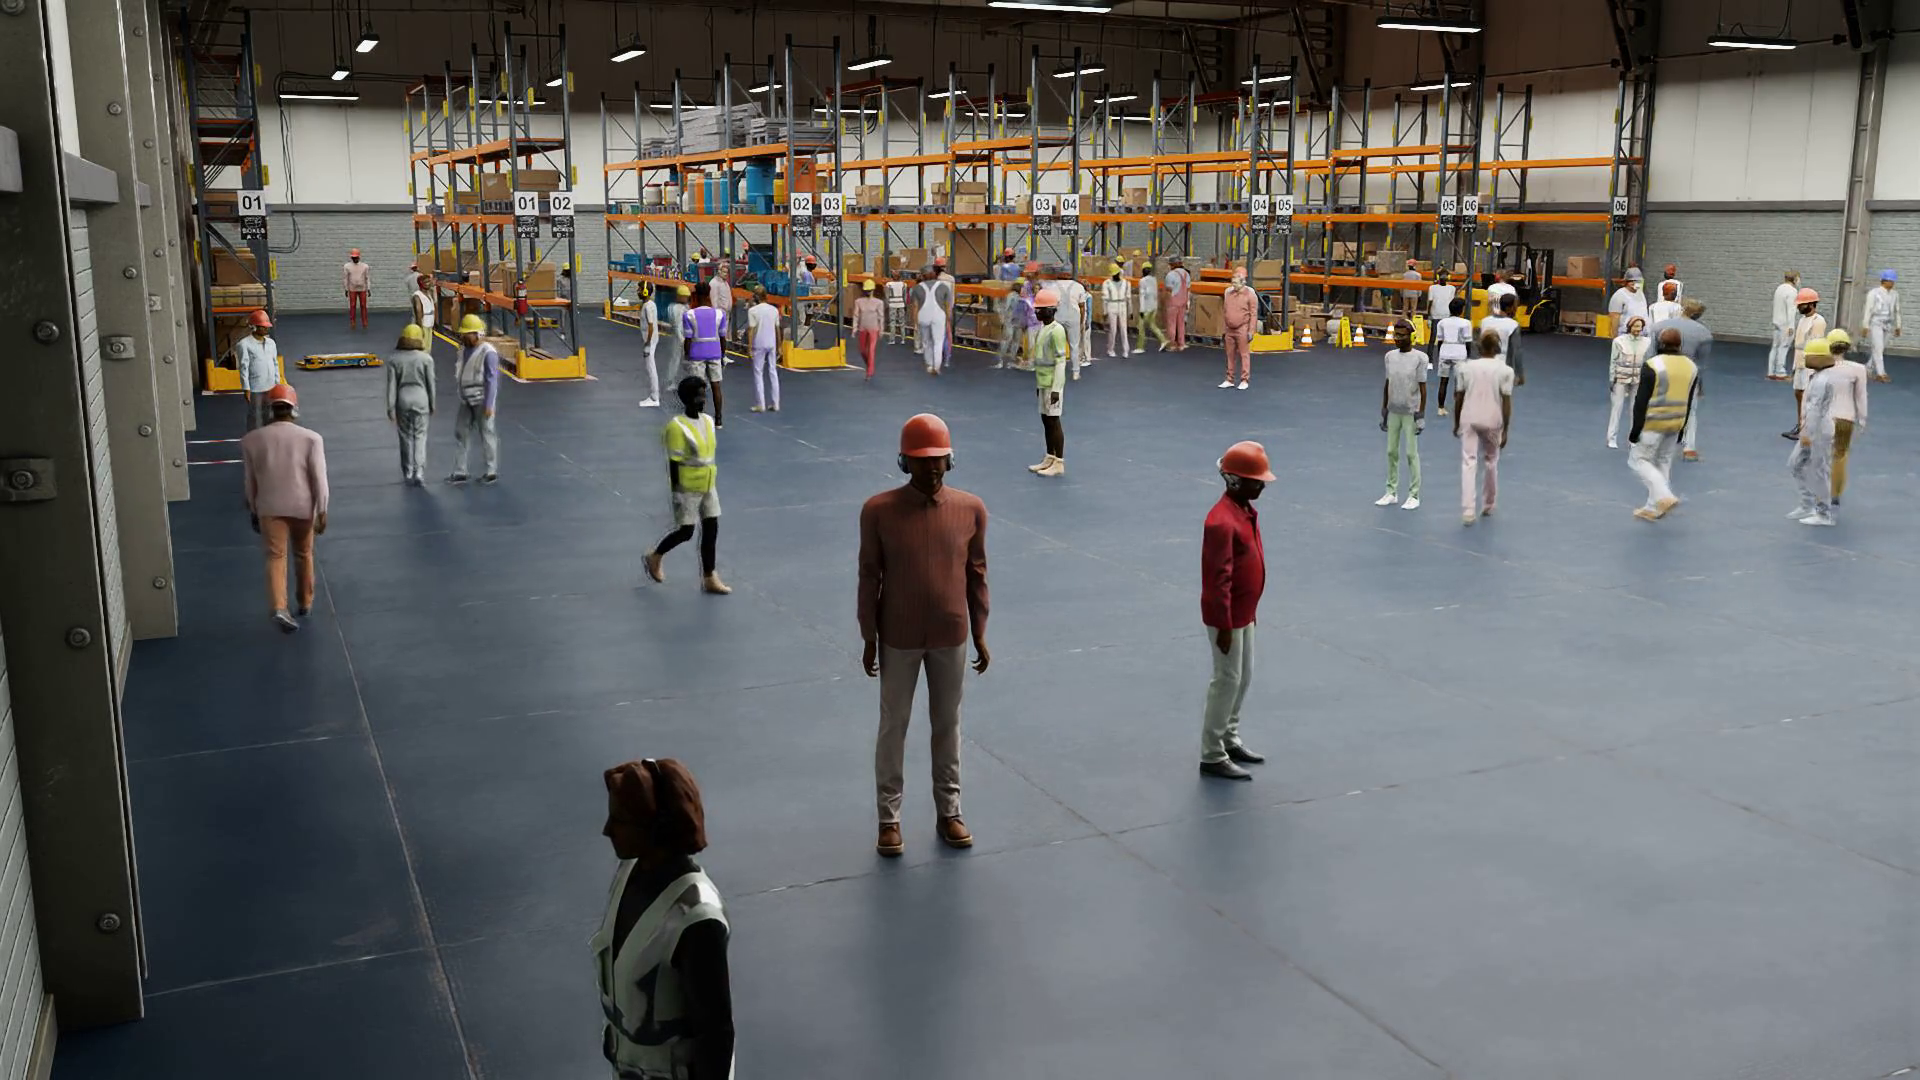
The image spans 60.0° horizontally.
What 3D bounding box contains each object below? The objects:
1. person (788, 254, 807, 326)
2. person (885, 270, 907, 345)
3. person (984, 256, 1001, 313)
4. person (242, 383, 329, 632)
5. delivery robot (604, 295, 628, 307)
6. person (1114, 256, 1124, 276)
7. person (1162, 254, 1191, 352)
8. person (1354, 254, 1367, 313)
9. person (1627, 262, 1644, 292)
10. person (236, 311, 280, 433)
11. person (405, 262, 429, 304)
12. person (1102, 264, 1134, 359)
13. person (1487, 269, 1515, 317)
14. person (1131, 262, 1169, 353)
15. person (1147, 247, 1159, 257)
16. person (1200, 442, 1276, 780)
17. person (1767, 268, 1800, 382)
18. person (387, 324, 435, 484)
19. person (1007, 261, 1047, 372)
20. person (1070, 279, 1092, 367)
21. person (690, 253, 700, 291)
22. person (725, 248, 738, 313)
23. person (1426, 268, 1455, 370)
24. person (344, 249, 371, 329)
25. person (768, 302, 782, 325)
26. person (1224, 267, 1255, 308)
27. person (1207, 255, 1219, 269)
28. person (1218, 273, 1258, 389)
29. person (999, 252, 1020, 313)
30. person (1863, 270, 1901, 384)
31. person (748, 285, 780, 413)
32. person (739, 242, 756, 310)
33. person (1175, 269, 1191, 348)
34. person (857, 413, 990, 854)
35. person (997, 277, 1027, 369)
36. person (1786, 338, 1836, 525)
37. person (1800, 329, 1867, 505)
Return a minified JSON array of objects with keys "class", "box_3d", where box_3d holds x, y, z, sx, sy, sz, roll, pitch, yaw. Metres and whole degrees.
[{"class":"person","box_3d":[-3.897,-5.833,39.519,0.407,1.906,0.655,-11,16,-44]},{"class":"person","box_3d":[-1.391,-5.083,36.385,0.514,1.641,0.307,-5,12,-23]},{"class":"person","box_3d":[0.770,-6.275,41.953,0.707,1.828,0.583,9,14,39]},{"class":"person","box_3d":[-4.696,-0.231,11.596,0.567,1.701,0.858,-3,12,-15]},{"class":"delivery robot","box_3d":[-9.736,-6.695,47.102,0.477,0.478,0.707,7,13,32]},{"class":"person","box_3d":[4.136,-6.542,43.509,0.350,1.758,0.522,-6,13,-27]},{"class":"person","box_3d":[4.473,-4.956,34.719,0.685,2.000,0.535,-10,15,-42]},{"class":"person","box_3d":[10.050,-6.242,41.752,0.403,1.850,0.652,2,11,10]},{"class":"person","box_3d":[14.077,-4.883,34.832,0.570,1.849,0.380,-9,14,-38]},{"class":"person","box_3d":[-8.181,-1.813,19.506,0.350,1.743,0.564,5,12,23]},{"class":"person","box_3d":[-12.992,-5.825,40.014,0.625,1.690,0.805,1,11,6]},{"class":"person","box_3d":[3.146,-4.575,33.237,0.660,1.871,0.787,-1,11,-7]},{"class":"person","box_3d":[10.104,-4.157,31.184,0.606,1.827,0.451,-3,12,-16]},{"class":"person","box_3d":[3.939,-4.773,34.205,0.648,1.877,0.660,-11,15,-43]},{"class":"person","box_3d":[4.870,-6.447,42.336,0.417,2.034,0.604,-3,12,-17]},{"class":"person","box_3d":[1.417,0.356,8.495,0.354,1.737,0.574,5,12,23]},{"class":"person","box_3d":[14.131,-3.681,28.500,0.352,1.937,0.635,1,11,3]},{"class":"person","box_3d":[-5.871,-1.460,17.804,0.496,1.698,0.834,-3,12,-15]},{"class":"person","box_3d":[1.237,-4.044,30.196,1.007,1.988,0.624,-7,13,-31]},{"class":"person","box_3d":[2.313,-4.096,31.359,0.307,1.645,0.513,-6,13,-30]},{"class":"person","box_3d":[-7.443,-7.194,46.822,0.335,1.757,0.518,6,13,28]},{"class":"person","box_3d":[-6.653,-7.415,47.599,0.587,1.889,0.953,2,11,12]},{"class":"person","box_3d":[8.872,-4.078,30.687,0.521,1.874,0.327,0,11,-1]},{"class":"person","box_3d":[-14.956,-6.224,41.285,0.616,1.990,0.393,-4,12,-22]},{"class":"person","box_3d":[-4.699,-6.195,42.080,0.506,1.621,0.529,-3,12,-15]},{"class":"person","box_3d":[4.948,-3.868,29.487,0.544,1.930,0.391,5,12,23]},{"class":"person","box_3d":[7.602,-7.783,50.205,0.506,1.608,0.734,-8,13,-34]},{"class":"person","box_3d":[4.548,-3.422,27.284,0.406,1.902,0.636,-11,15,-43]},{"class":"person","box_3d":[1.281,-6.313,41.963,0.644,1.905,0.400,10,15,40]},{"class":"person","box_3d":[15.766,-3.647,28.462,0.657,1.925,0.840,-3,11,-14]},{"class":"person","box_3d":[-2.845,-2.769,24.142,0.541,1.834,0.359,-9,14,-38]},{"class":"person","box_3d":[-6.296,-7.858,49.504,0.611,2.031,0.410,3,11,14]},{"class":"person","box_3d":[4.753,-4.933,35.509,0.321,1.686,0.539,-2,11,-10]},{"class":"person","box_3d":[-0.158,0.420,7.508,0.611,1.996,0.379,-3,12,-15]},{"class":"person","box_3d":[0.994,-3.997,30.700,0.570,1.699,0.440,-11,15,-43]},{"class":"person","box_3d":[7.905,-0.998,15.407,0.509,1.724,0.499,4,12,22]},{"class":"person","box_3d":[8.518,-1.180,16.243,0.567,1.742,0.700,4,12,19]}]
